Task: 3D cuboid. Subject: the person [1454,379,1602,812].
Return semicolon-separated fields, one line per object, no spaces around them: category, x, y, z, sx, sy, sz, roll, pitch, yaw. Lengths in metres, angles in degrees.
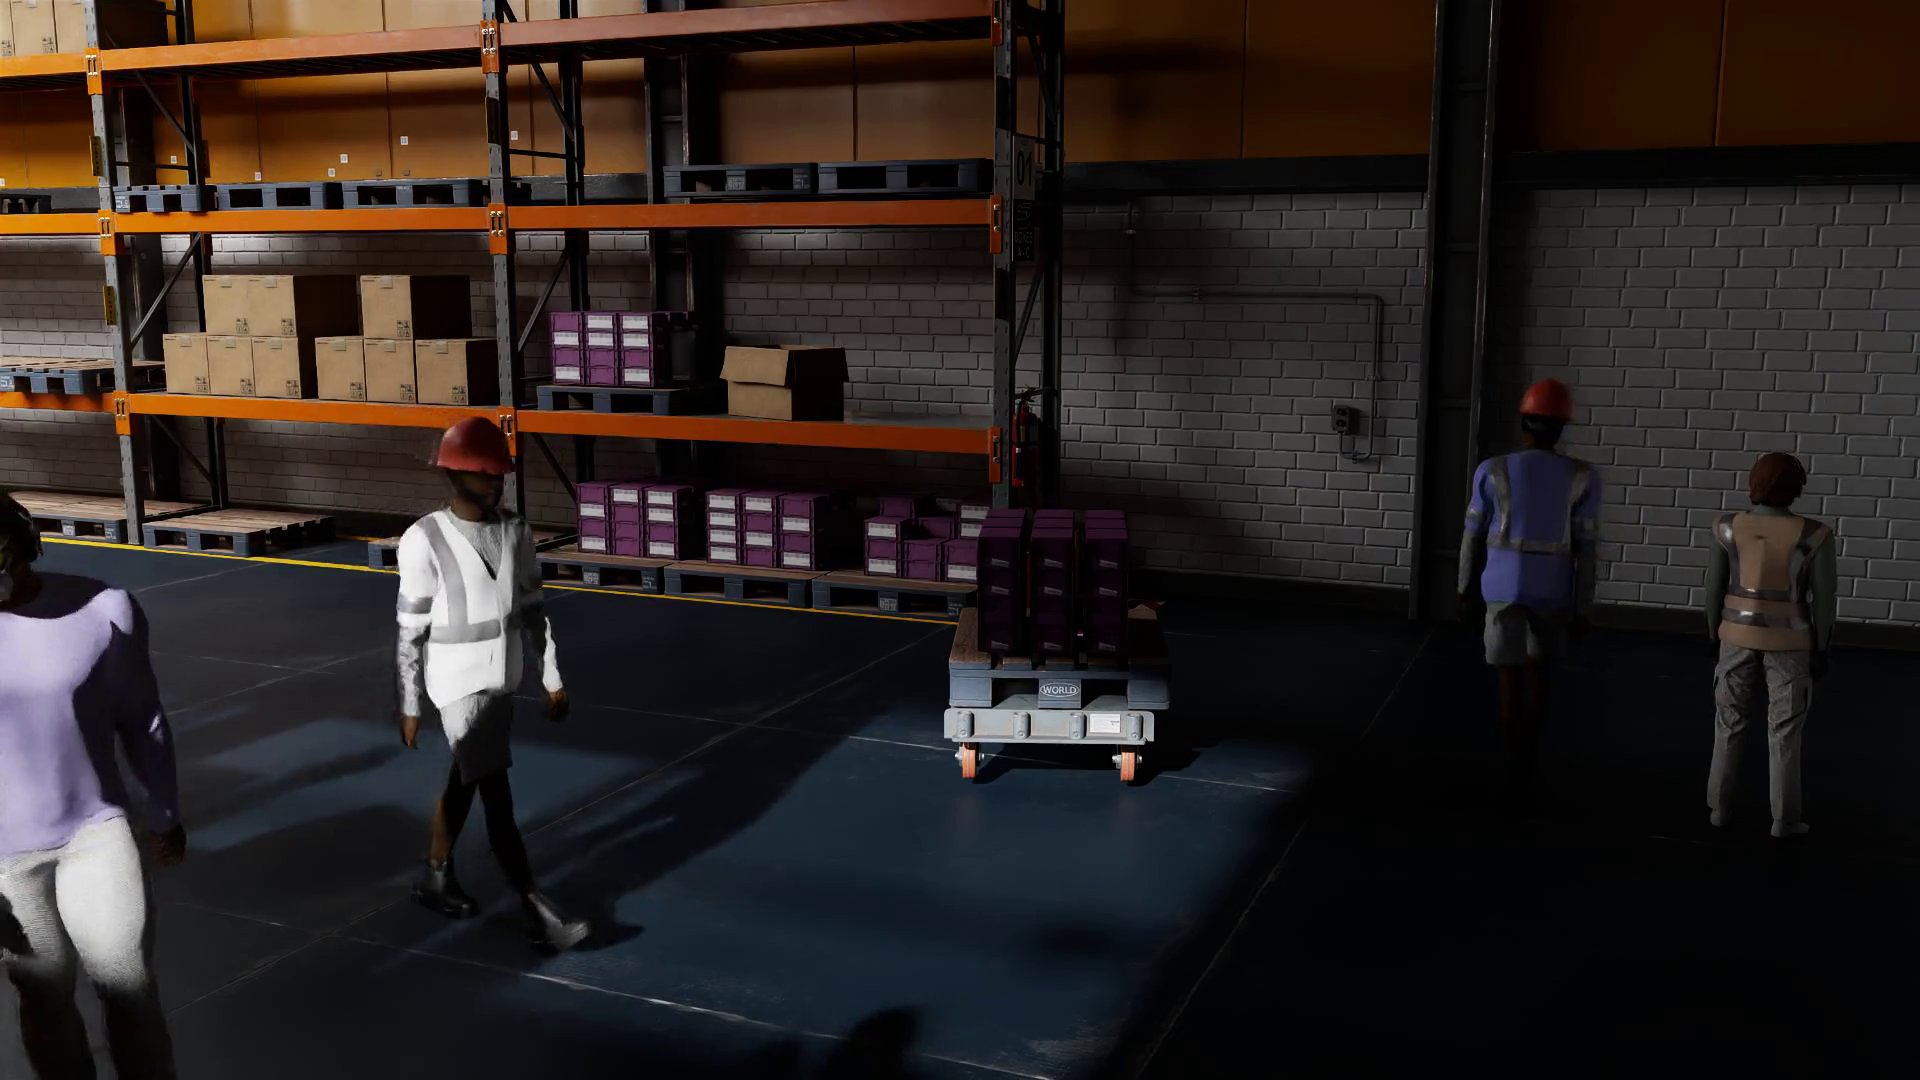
person;2.568;0.217;7.592;0.576;1.889;0.945;2;10;11

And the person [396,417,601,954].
person;-1.673;0.502;5.931;0.978;1.881;0.567;6;11;31

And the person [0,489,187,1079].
person;-2.262;0.795;4.127;0.669;1.904;0.759;-7;12;-35

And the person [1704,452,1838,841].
person;3.391;0.448;6.999;0.512;1.637;0.307;8;12;38
